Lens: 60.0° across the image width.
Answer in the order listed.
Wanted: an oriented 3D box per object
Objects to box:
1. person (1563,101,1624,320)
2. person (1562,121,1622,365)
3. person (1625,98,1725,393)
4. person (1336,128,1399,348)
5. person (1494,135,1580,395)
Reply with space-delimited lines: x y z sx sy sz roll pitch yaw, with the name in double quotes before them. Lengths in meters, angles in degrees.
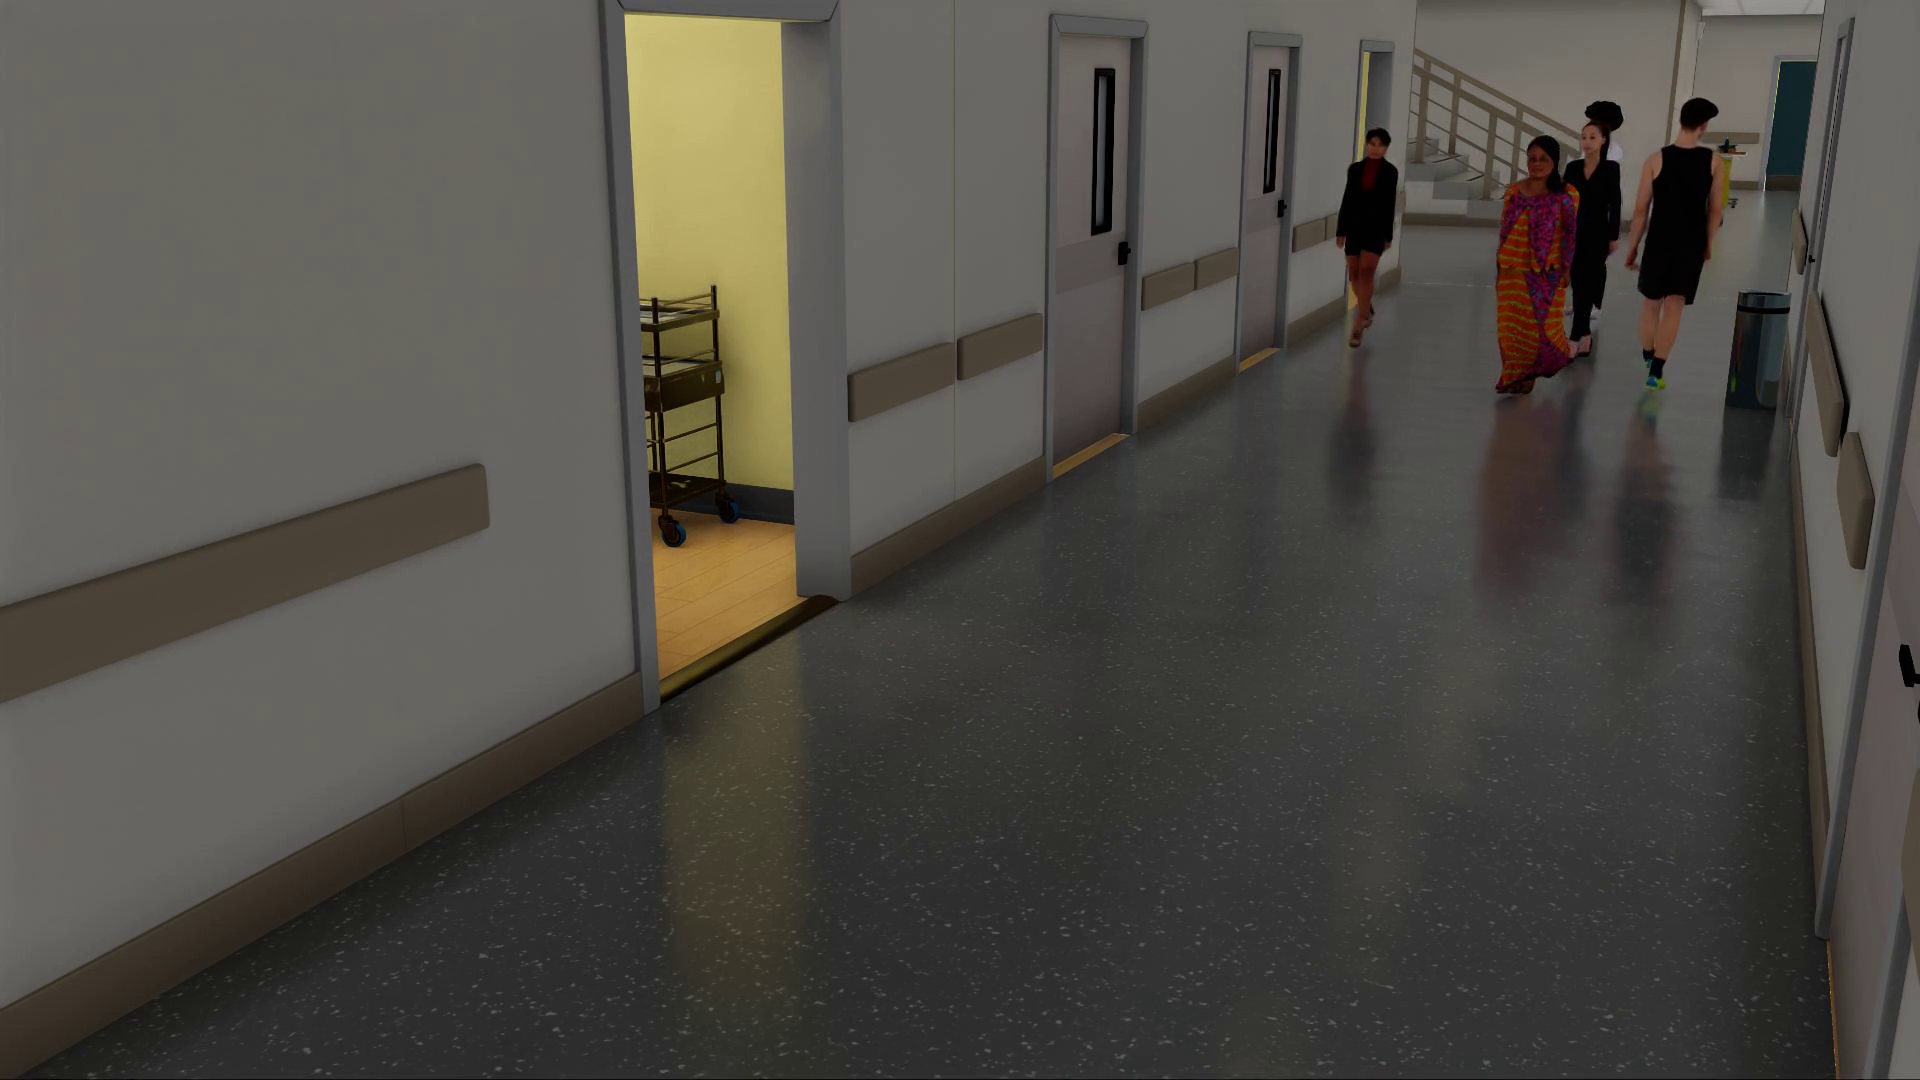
"person" 5.380 -2.799 14.120 0.768 1.810 0.730 -4 16 -13
"person" 4.518 -2.118 11.942 0.863 1.680 0.782 13 20 38
"person" 4.590 -1.843 10.683 1.082 1.834 0.740 7 17 24
"person" 3.114 -2.307 12.742 0.949 1.610 0.667 9 18 29
"person" 3.730 -1.772 10.738 0.905 1.667 0.816 12 20 36
